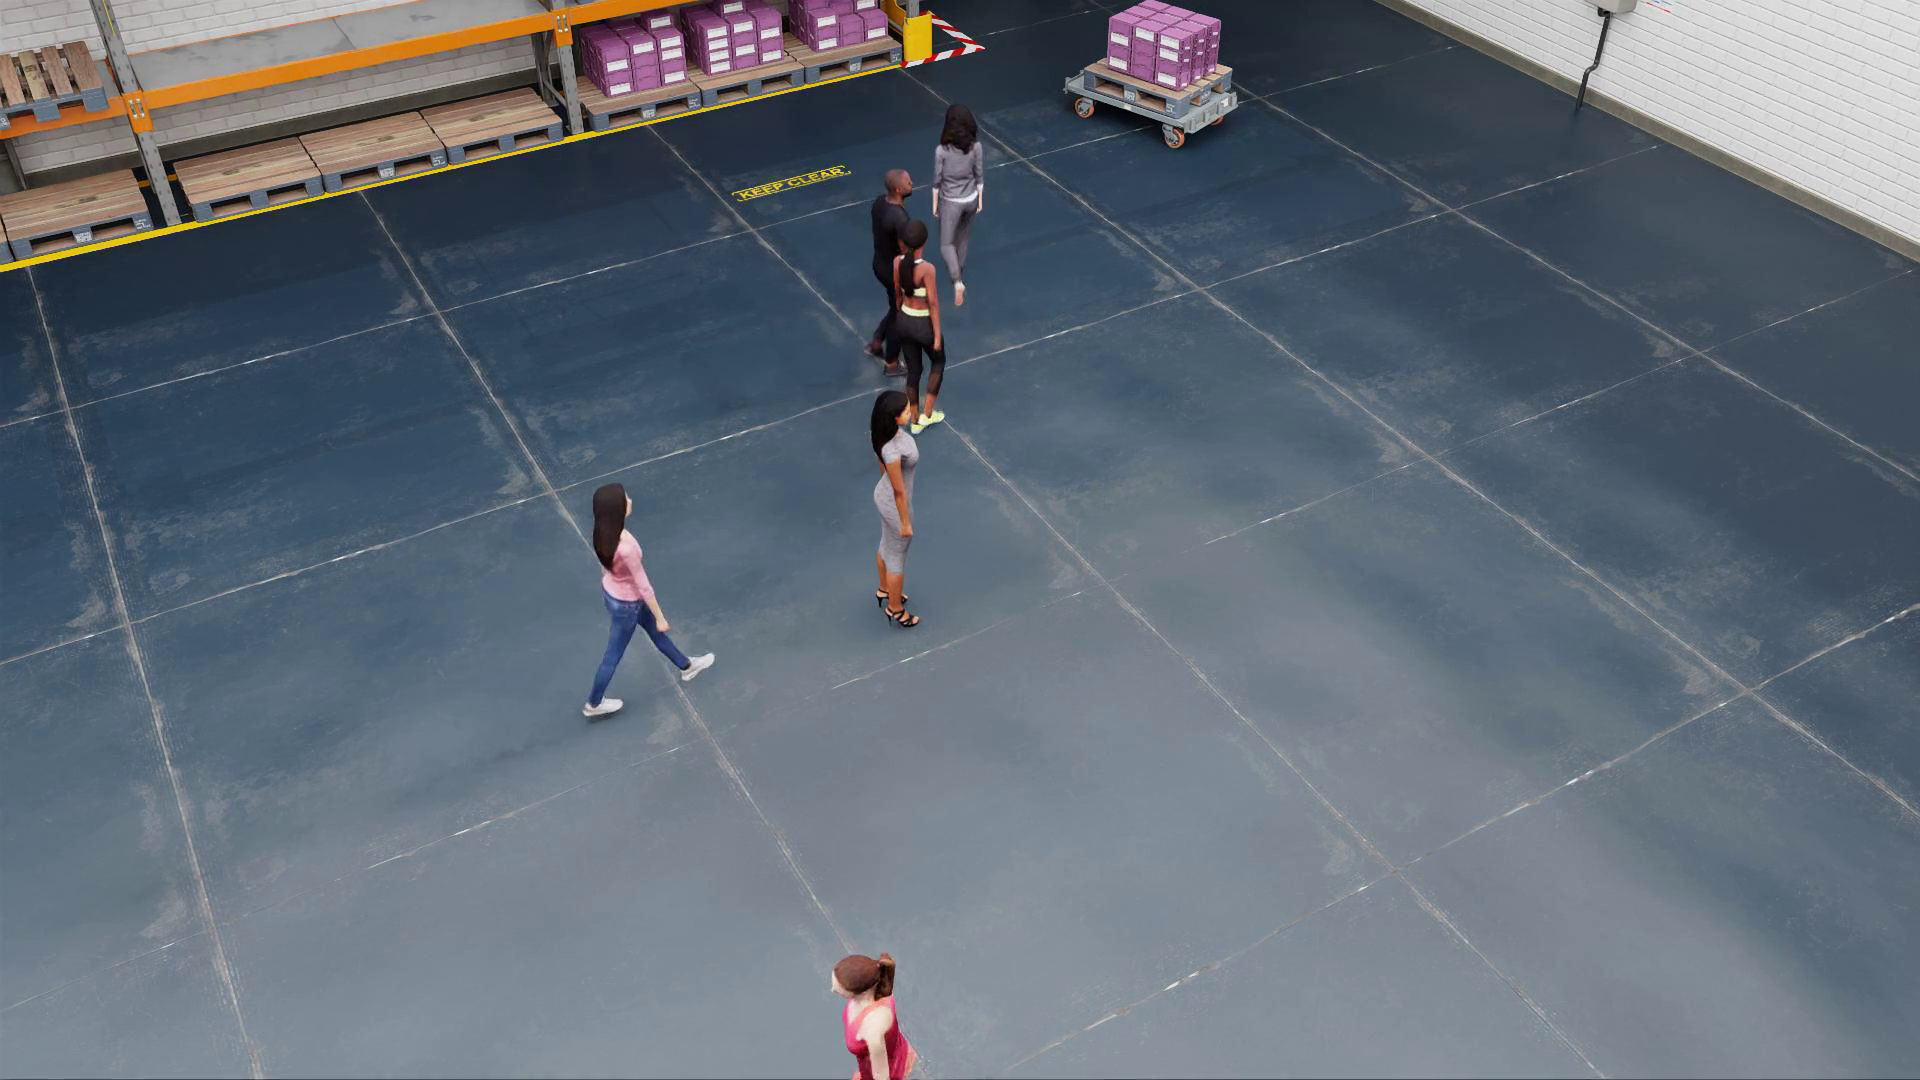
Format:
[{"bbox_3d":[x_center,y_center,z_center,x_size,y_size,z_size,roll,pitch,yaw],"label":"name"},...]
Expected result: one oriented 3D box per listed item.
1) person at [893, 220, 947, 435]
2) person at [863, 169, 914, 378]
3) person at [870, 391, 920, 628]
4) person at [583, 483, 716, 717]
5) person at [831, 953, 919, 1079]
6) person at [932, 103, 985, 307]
[{"bbox_3d":[-0.376,-1.537,12.546,0.717,1.730,0.736,25,45,28],"label":"person"},{"bbox_3d":[-0.591,-2.074,13.155,0.781,1.810,0.741,-12,40,-14],"label":"person"},{"bbox_3d":[-0.435,-0.204,10.837,0.600,1.781,0.635,-9,40,-11],"label":"person"},{"bbox_3d":[-2.113,0.419,10.125,1.112,1.694,0.592,-20,43,-23],"label":"person"},{"bbox_3d":[-0.300,2.442,7.569,0.840,1.725,0.806,3,39,4],"label":"person"},{"bbox_3d":[0.001,-2.814,14.140,1.012,1.736,0.844,-8,39,-10],"label":"person"}]
